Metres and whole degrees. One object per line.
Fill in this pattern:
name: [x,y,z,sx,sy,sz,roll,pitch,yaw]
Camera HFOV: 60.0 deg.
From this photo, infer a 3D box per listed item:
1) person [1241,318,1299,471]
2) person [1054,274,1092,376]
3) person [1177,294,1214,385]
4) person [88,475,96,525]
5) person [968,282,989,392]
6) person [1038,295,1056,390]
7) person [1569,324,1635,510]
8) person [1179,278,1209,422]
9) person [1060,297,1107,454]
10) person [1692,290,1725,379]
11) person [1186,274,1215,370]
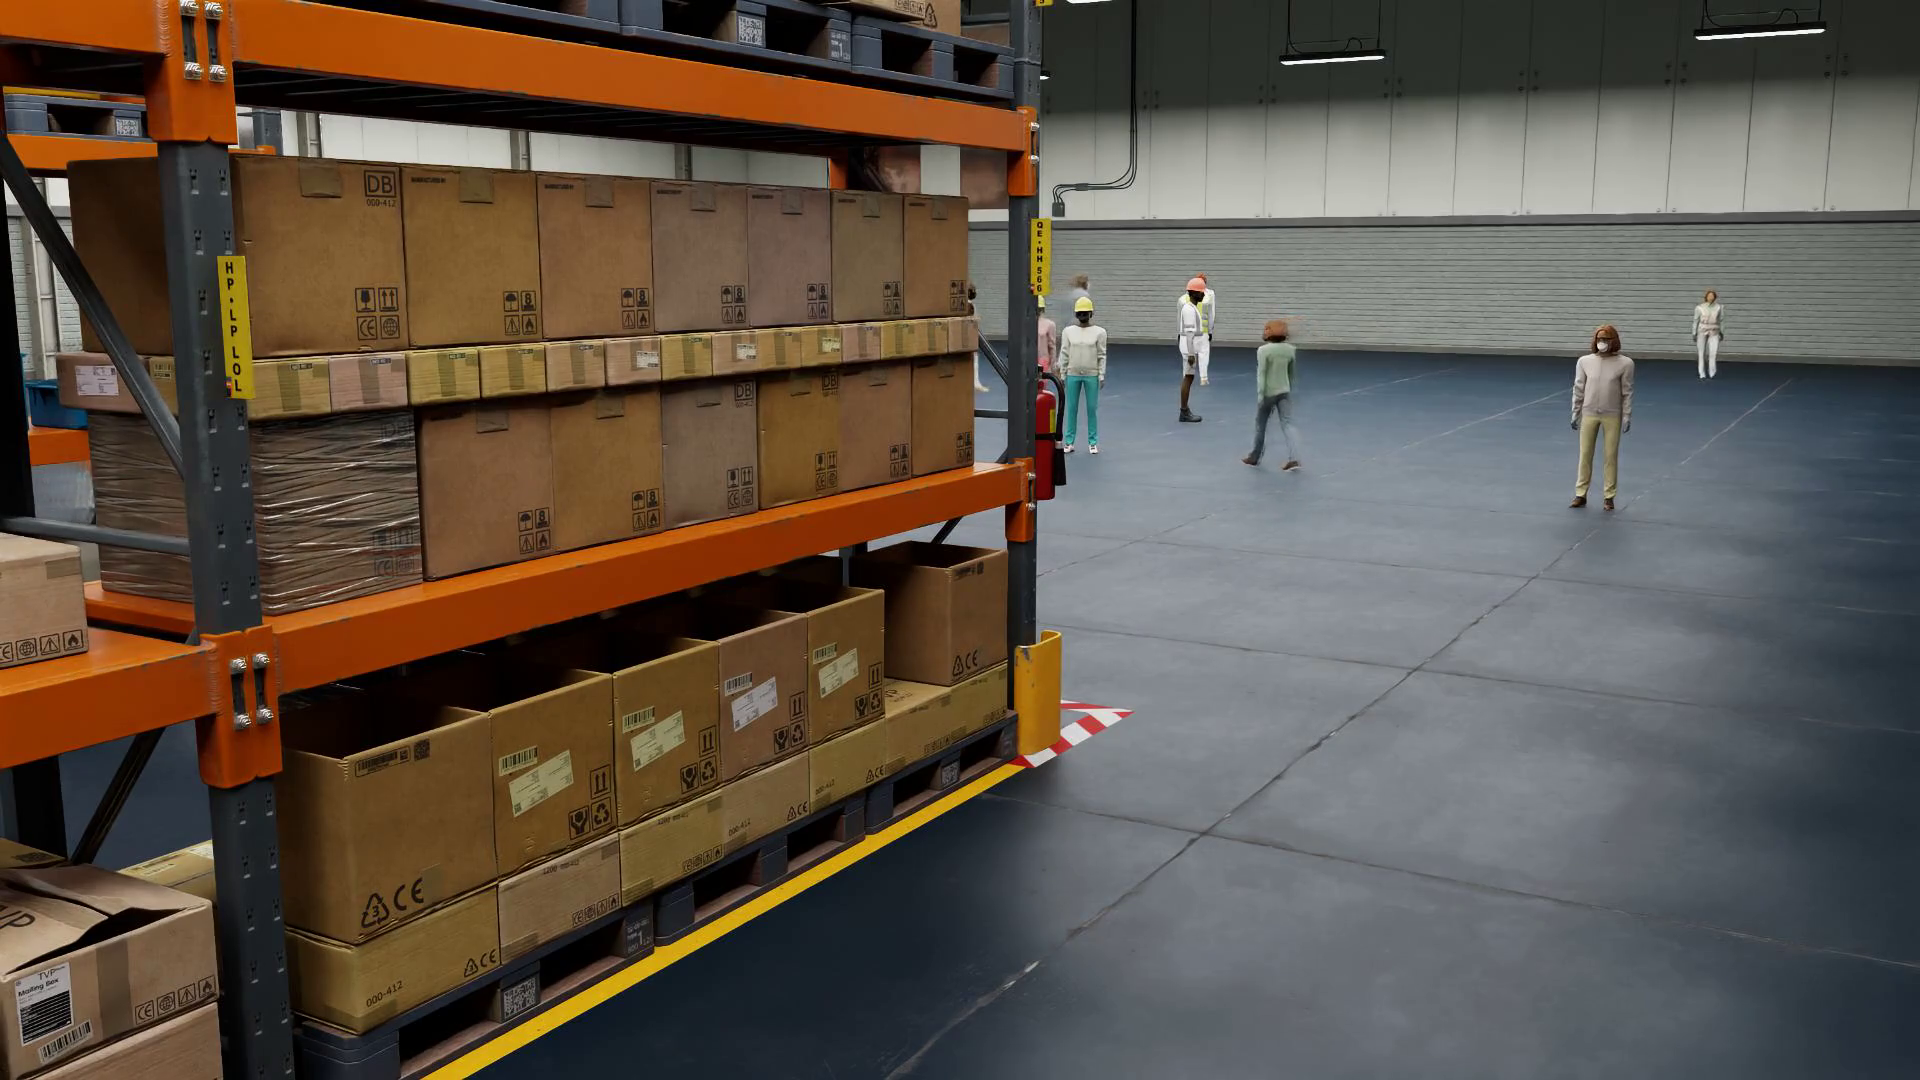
person: [3.295,-1.518,17.358,0.520,1.587,0.869,-5,11,-25]
person: [2.155,-3.940,30.634,0.951,1.912,0.628,-2,10,-13]
person: [4.076,-3.594,28.782,0.619,1.839,0.430,2,10,13]
person: [-5.604,-0.483,11.103,0.543,1.654,0.862,5,11,26]
person: [0.030,-3.276,27.015,0.852,1.814,0.633,-1,10,-9]
person: [1.015,-2.380,21.965,0.525,1.738,0.783,2,10,14]
person: [5.646,-1.078,14.640,0.507,1.632,0.268,6,11,32]
person: [3.148,-2.555,22.409,0.377,1.932,0.551,2,10,10]
person: [1.387,-1.852,18.790,0.524,1.769,0.308,2,10,11]
person: [13.553,-3.709,30.111,0.543,1.595,0.821,3,10,16]
person: [4.704,-4.274,32.626,0.575,1.883,0.355,0,10,-1]
